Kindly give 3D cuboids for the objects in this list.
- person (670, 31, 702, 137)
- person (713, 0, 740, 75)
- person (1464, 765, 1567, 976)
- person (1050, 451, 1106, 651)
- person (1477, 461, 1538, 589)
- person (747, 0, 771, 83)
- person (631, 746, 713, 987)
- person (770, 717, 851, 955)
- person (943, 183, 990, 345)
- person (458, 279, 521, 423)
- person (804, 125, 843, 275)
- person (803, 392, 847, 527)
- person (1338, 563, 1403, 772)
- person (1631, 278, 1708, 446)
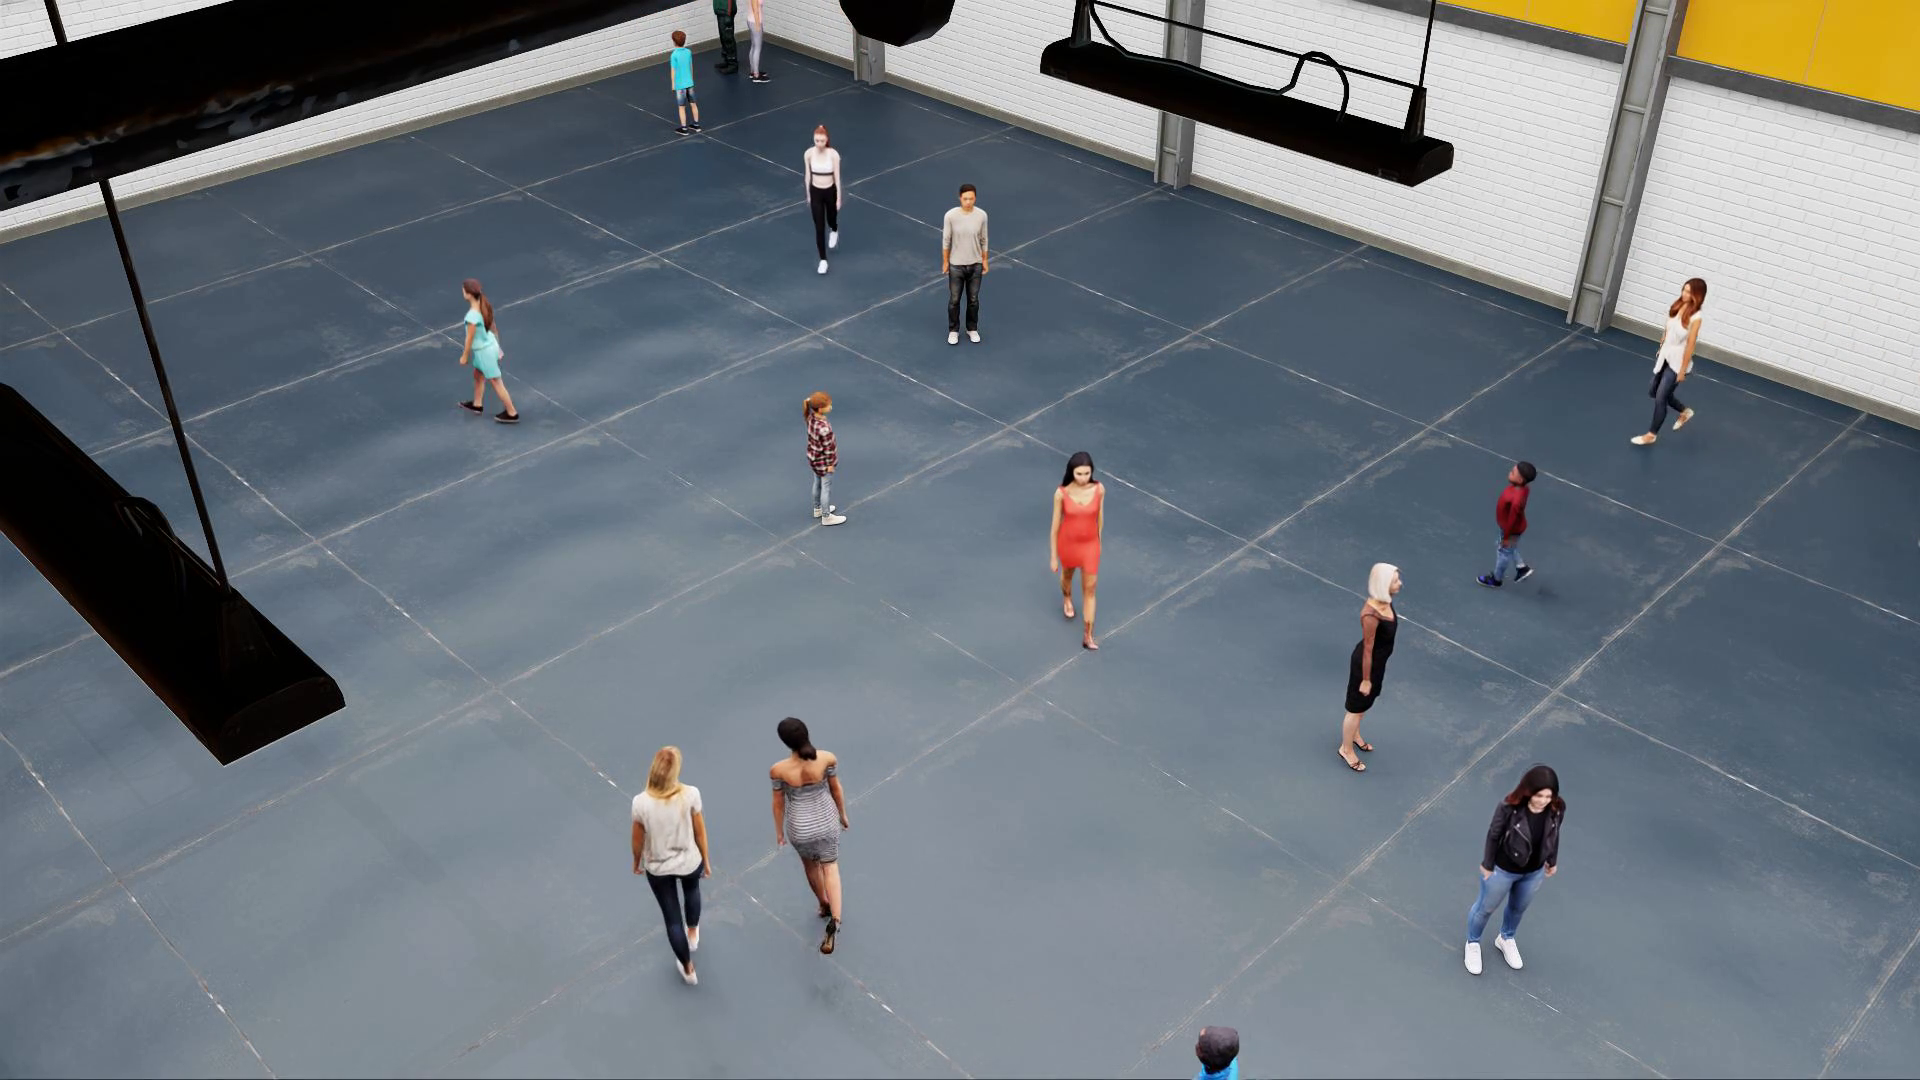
[{"bbox_3d":[-3.897,-6.471,23.493,0.471,1.448,0.512,28,42,35],"label":"person"},{"bbox_3d":[-3.627,-8.149,25.663,0.828,1.840,0.683,-14,36,-19],"label":"person"},{"bbox_3d":[3.506,2.054,10.496,0.725,1.637,0.762,-3,34,-5],"label":"person"},{"bbox_3d":[0.935,0.011,13.545,1.043,1.665,1.195,-5,34,-7],"label":"person"},{"bbox_3d":[4.739,-0.116,14.111,0.722,1.249,0.614,15,37,22],"label":"person"},{"bbox_3d":[-3.132,-7.894,25.385,0.693,1.723,0.586,-9,35,-13],"label":"person"},{"bbox_3d":[-1.753,2.095,10.303,0.797,1.784,0.888,-11,35,-16],"label":"person"},{"bbox_3d":[-0.918,1.916,10.564,0.908,1.793,1.033,-6,34,-9],"label":"person"},{"bbox_3d":[0.054,-3.002,17.949,0.739,1.808,0.761,-5,34,-7],"label":"person"},{"bbox_3d":[-4.622,-1.839,16.450,0.983,1.531,0.852,5,34,8],"label":"person"},{"bbox_3d":[-1.592,-4.078,19.658,1.110,1.707,1.131,2,34,3],"label":"person"},{"bbox_3d":[-1.252,-0.747,15.010,0.642,1.306,0.524,-16,37,-22],"label":"person"},{"bbox_3d":[2.981,0.901,12.130,0.607,1.749,0.651,16,37,22],"label":"person"},{"bbox_3d":[6.965,-1.720,16.052,0.939,1.772,0.914,-4,34,-7],"label":"person"}]
